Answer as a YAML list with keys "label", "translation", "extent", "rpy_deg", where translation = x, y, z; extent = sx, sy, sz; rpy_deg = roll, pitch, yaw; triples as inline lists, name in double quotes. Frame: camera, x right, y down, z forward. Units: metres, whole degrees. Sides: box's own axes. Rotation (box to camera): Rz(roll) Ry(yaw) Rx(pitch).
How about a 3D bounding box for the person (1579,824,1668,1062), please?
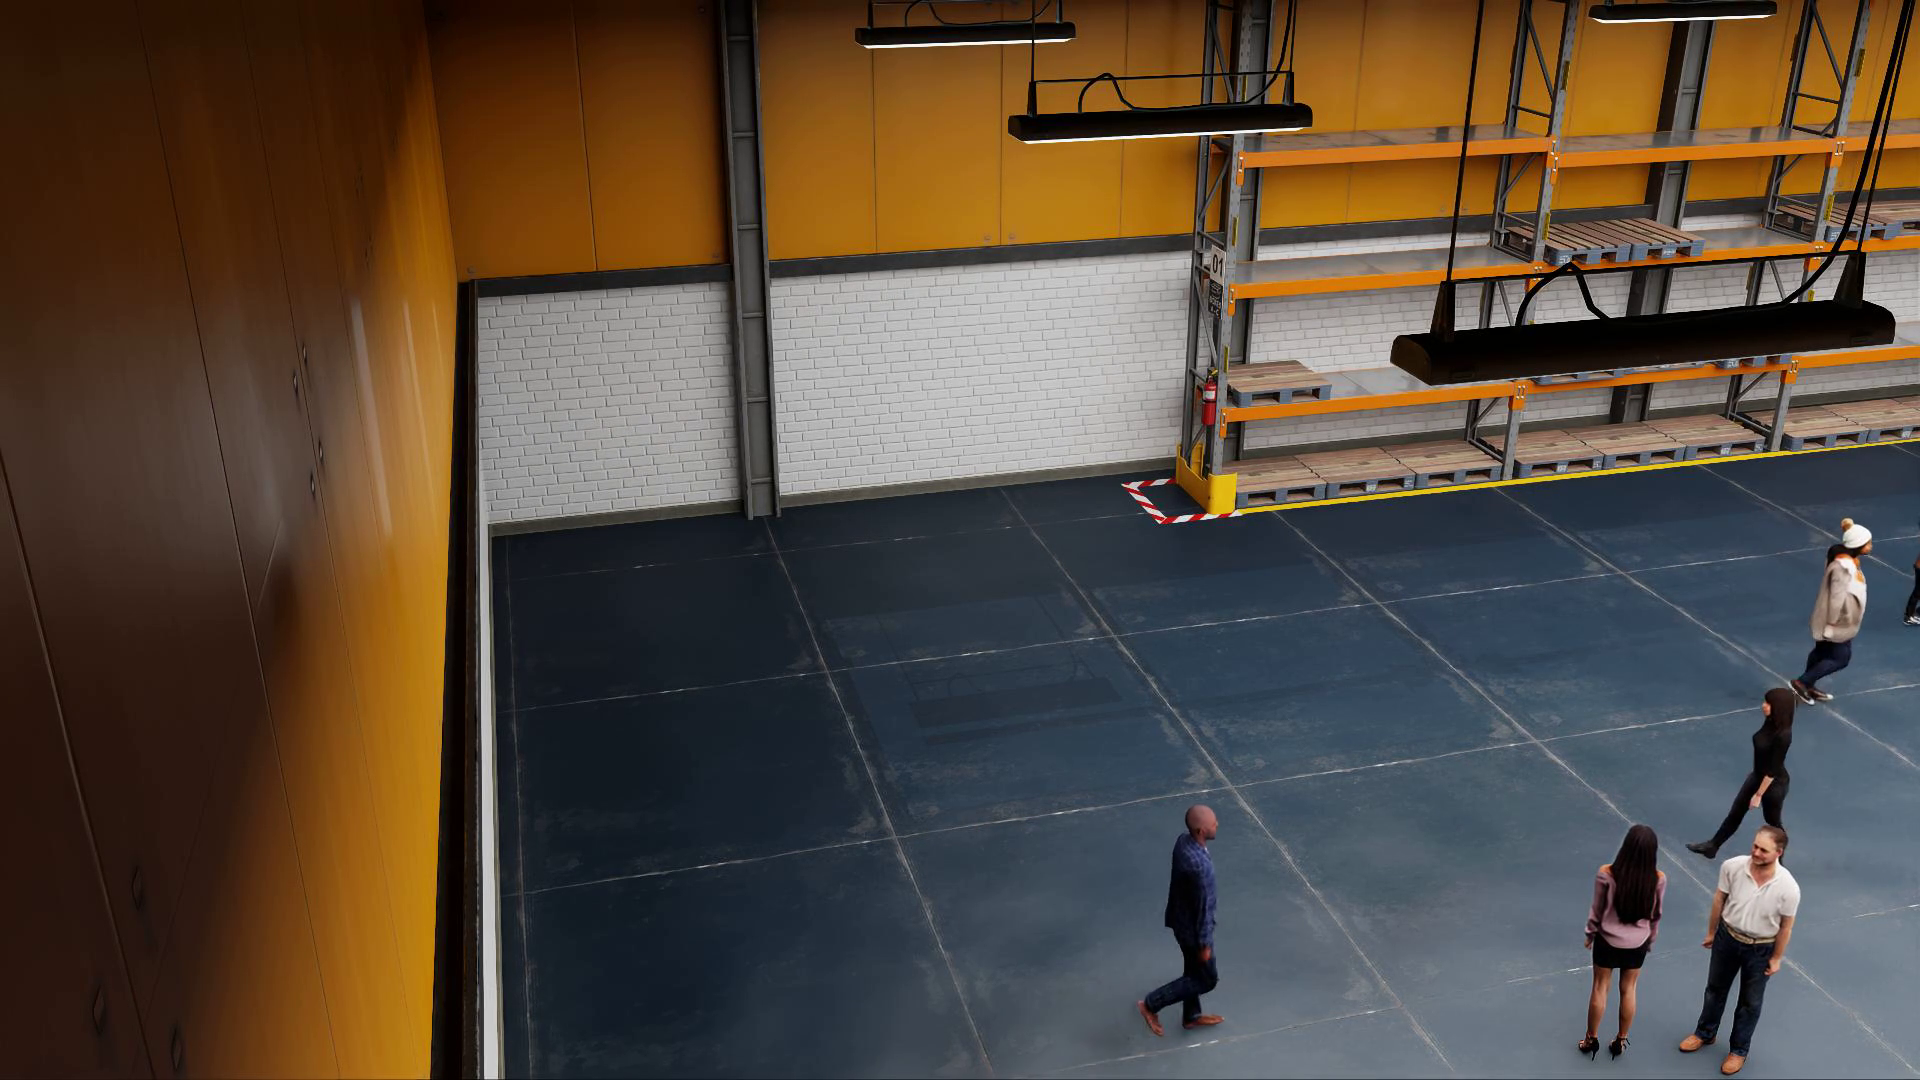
- label: "person"
  translation: [4.372, 2.668, 10.991]
  extent: [0.605, 1.812, 0.748]
  rpy_deg: [3, 24, 8]

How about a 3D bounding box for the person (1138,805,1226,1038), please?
- label: "person"
  translation: [1.497, 2.586, 11.187]
  extent: [0.931, 1.805, 0.774]
  rpy_deg: [-1, 24, -2]

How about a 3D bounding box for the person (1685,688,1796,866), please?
- label: "person"
  translation: [6.397, 1.900, 12.989]
  extent: [1.040, 1.618, 0.807]
  rpy_deg: [2, 24, 4]

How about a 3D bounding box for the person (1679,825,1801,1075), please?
- label: "person"
  translation: [5.198, 2.654, 10.970]
  extent: [0.720, 1.854, 0.737]
  rpy_deg: [-18, 29, -35]

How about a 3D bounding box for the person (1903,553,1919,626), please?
- label: "person"
  translation: [9.884, 0.317, 17.075]
  extent: [0.531, 1.246, 0.561]
  rpy_deg: [-3, 24, -7]

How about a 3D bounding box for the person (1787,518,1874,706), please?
- label: "person"
  translation: [8.035, 0.668, 15.484]
  extent: [0.922, 1.879, 0.870]
  rpy_deg: [8, 25, 18]
